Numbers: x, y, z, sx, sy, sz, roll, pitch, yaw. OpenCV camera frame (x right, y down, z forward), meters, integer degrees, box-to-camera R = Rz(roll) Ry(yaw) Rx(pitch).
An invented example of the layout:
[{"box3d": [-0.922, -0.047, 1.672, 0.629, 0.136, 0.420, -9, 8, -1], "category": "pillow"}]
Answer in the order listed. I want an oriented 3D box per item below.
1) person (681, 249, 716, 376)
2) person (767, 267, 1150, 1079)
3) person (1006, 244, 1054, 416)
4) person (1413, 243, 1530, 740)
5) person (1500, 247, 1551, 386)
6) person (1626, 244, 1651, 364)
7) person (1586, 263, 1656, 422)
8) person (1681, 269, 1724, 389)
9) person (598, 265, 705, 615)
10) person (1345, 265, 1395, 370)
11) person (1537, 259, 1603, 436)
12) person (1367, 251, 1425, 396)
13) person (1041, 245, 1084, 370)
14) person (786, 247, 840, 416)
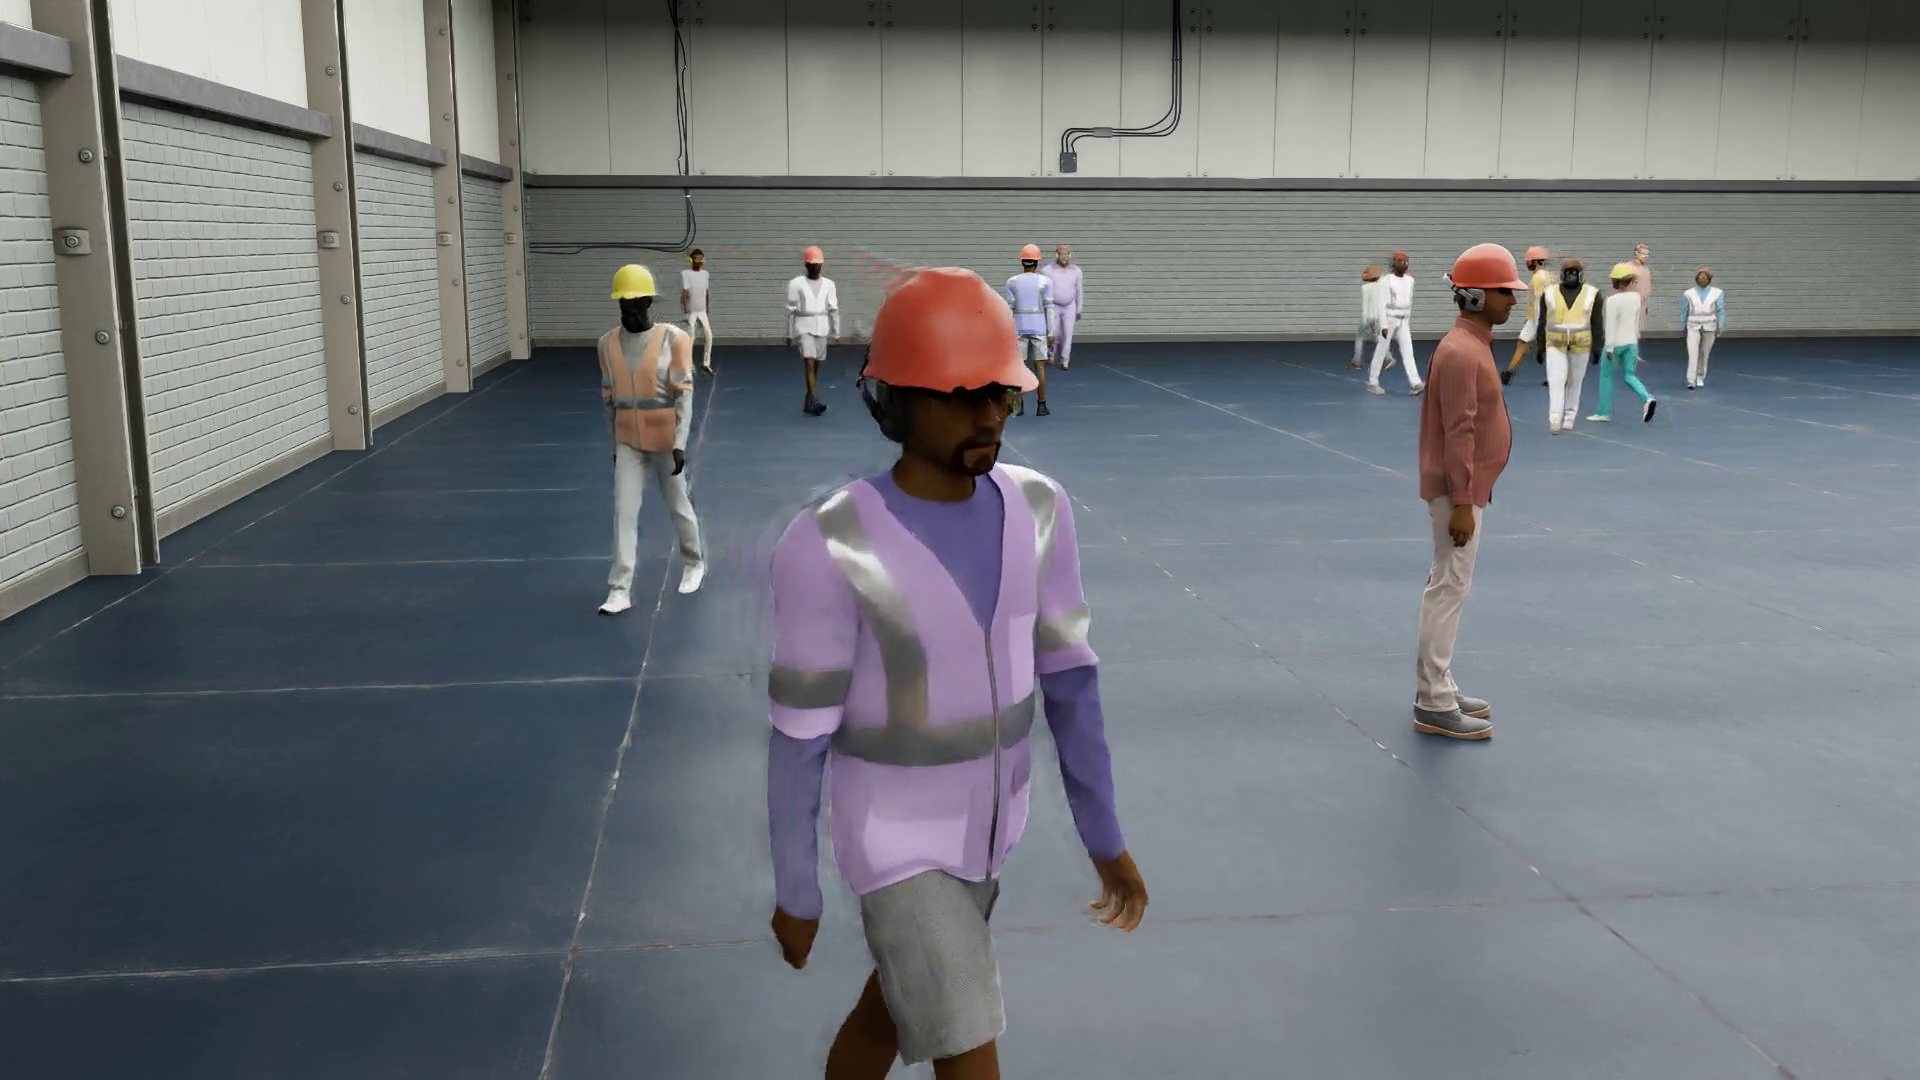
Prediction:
[{"box3d": [-3.829, -3.310, 24.263, 0.533, 1.848, 0.677, -8, 13, -37], "category": "person"}, {"box3d": [-0.031, 0.520, 2.938, 0.610, 1.980, 1.103, -10, 14, -44], "category": "person"}, {"box3d": [0.791, -2.368, 18.835, 0.543, 1.939, 0.360, 2, 10, 10], "category": "person"}, {"box3d": [2.074, -0.202, 6.802, 0.396, 1.993, 0.618, 3, 11, 18], "category": "person"}, {"box3d": [7.787, -3.022, 22.579, 1.009, 1.880, 0.565, 7, 13, 35], "category": "person"}, {"box3d": [10.845, -3.774, 26.652, 0.639, 1.902, 0.406, -9, 14, -40], "category": "person"}, {"box3d": [7.201, -2.125, 18.027, 0.533, 1.746, 0.723, -5, 11, -26], "category": "person"}, {"box3d": [9.963, -2.833, 22.329, 0.528, 1.597, 0.862, 4, 11, 23], "category": "person"}, {"box3d": [-1.706, -0.570, 9.166, 0.605, 1.880, 1.008, 3, 11, 15], "category": "person"}, {"box3d": [6.310, -3.395, 25.397, 0.512, 1.598, 0.824, -8, 13, -39], "category": "person"}, {"box3d": [6.308, -2.000, 17.227, 0.639, 1.797, 0.945, 4, 11, 20], "category": "person"}, {"box3d": [5.595, -2.753, 21.240, 0.611, 1.825, 1.008, -5, 12, -27], "category": "person"}, {"box3d": [1.556, -3.535, 25.336, 0.667, 1.895, 0.427, 0, 10, -3], "category": "person"}, {"box3d": [-1.617, -2.344, 18.803, 0.575, 1.894, 0.964, -5, 11, -25], "category": "person"}]
